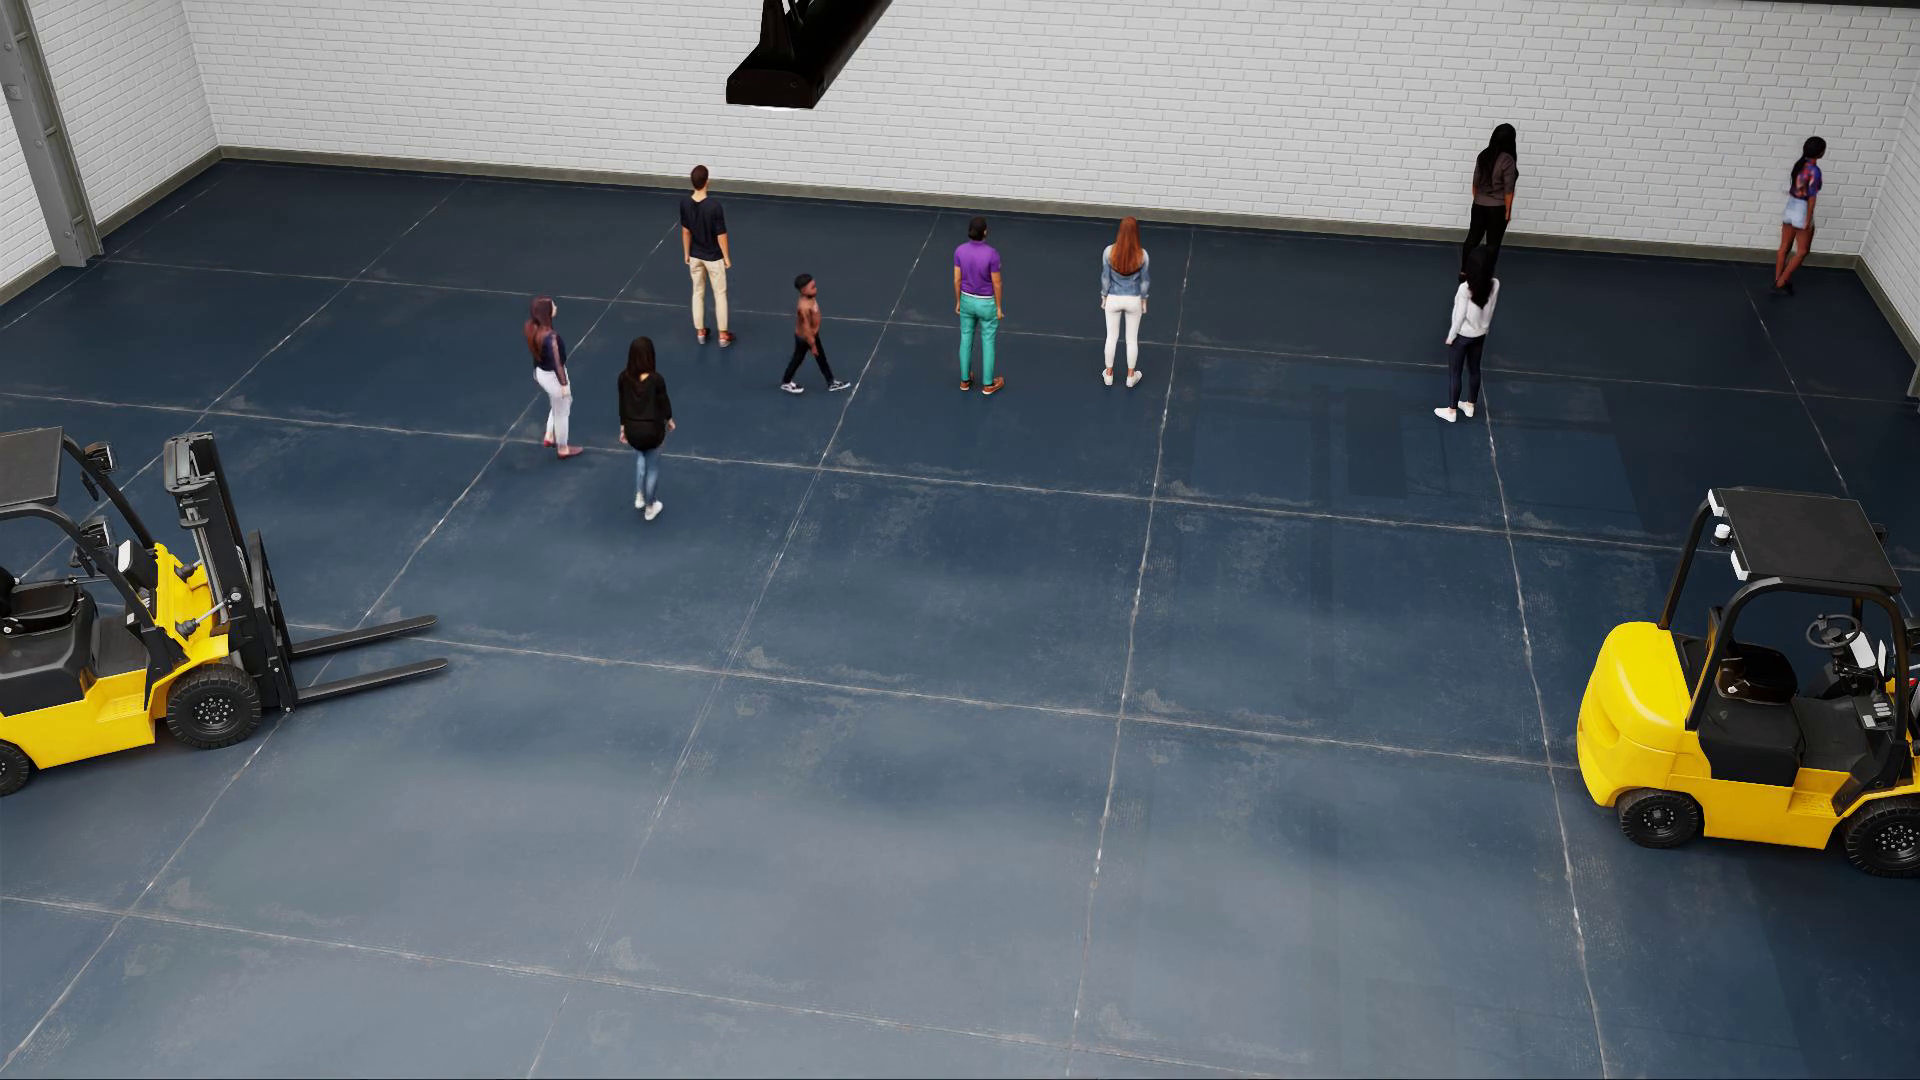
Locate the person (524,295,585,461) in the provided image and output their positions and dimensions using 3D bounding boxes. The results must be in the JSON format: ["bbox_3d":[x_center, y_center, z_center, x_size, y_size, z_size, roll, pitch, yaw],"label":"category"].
[{"bbox_3d":[-3.628,-1.396,14.604,0.781,1.599,0.726,-23,40,-30],"label":"person"}]

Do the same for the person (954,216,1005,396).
[{"bbox_3d":[0.173,-2.223,15.696,0.663,1.768,0.630,12,35,17],"label":"person"}]

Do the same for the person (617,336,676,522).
[{"bbox_3d":[-2.639,-0.882,13.801,0.590,1.632,0.639,6,34,9],"label":"person"}]

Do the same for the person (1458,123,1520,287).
[{"bbox_3d":[5.590,-3.492,17.539,0.806,1.842,0.753,-23,40,-30],"label":"person"}]

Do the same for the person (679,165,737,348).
[{"bbox_3d":[-2.515,-2.806,16.496,0.653,1.853,0.561,10,35,14],"label":"person"}]

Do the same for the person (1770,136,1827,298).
[{"bbox_3d":[8.758,-3.405,17.500,0.765,1.740,0.677,-7,34,-10],"label":"person"}]

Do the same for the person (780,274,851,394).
[{"bbox_3d":[-1.513,-1.927,15.747,0.623,1.219,0.842,4,34,6],"label":"person"}]

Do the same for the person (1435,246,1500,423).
[{"bbox_3d":[4.673,-1.892,15.259,0.699,1.700,0.729,-16,37,-22],"label":"person"}]

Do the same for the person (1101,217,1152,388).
[{"bbox_3d":[1.559,-2.259,15.810,0.614,1.702,0.503,6,34,9],"label":"person"}]
